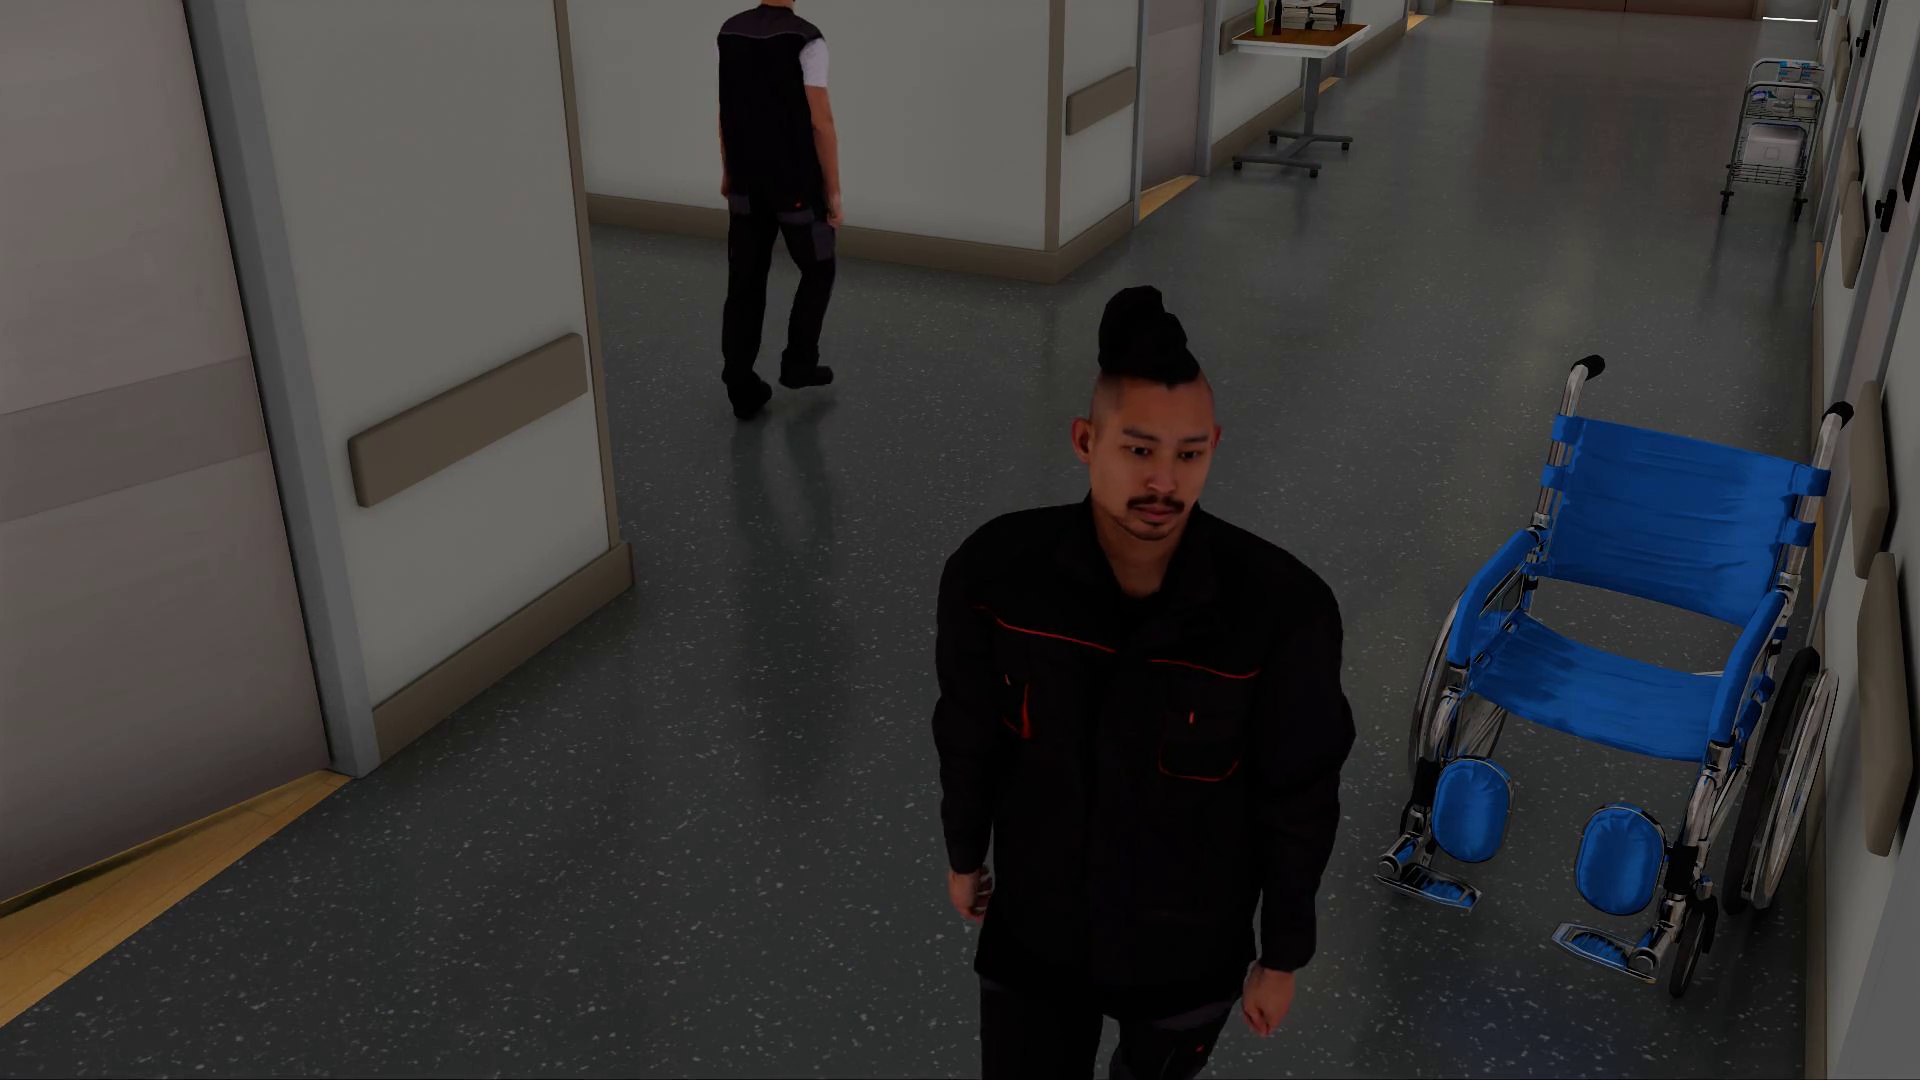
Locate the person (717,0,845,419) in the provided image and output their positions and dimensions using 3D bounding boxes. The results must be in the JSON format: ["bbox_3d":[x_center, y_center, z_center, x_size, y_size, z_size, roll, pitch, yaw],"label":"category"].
[{"bbox_3d":[-0.741,-1.341,6.383,0.779,1.822,0.745,8,27,17],"label":"person"}]

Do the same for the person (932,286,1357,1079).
[{"bbox_3d":[0.259,0.504,2.570,0.966,1.811,1.241,4,26,9],"label":"person"}]
